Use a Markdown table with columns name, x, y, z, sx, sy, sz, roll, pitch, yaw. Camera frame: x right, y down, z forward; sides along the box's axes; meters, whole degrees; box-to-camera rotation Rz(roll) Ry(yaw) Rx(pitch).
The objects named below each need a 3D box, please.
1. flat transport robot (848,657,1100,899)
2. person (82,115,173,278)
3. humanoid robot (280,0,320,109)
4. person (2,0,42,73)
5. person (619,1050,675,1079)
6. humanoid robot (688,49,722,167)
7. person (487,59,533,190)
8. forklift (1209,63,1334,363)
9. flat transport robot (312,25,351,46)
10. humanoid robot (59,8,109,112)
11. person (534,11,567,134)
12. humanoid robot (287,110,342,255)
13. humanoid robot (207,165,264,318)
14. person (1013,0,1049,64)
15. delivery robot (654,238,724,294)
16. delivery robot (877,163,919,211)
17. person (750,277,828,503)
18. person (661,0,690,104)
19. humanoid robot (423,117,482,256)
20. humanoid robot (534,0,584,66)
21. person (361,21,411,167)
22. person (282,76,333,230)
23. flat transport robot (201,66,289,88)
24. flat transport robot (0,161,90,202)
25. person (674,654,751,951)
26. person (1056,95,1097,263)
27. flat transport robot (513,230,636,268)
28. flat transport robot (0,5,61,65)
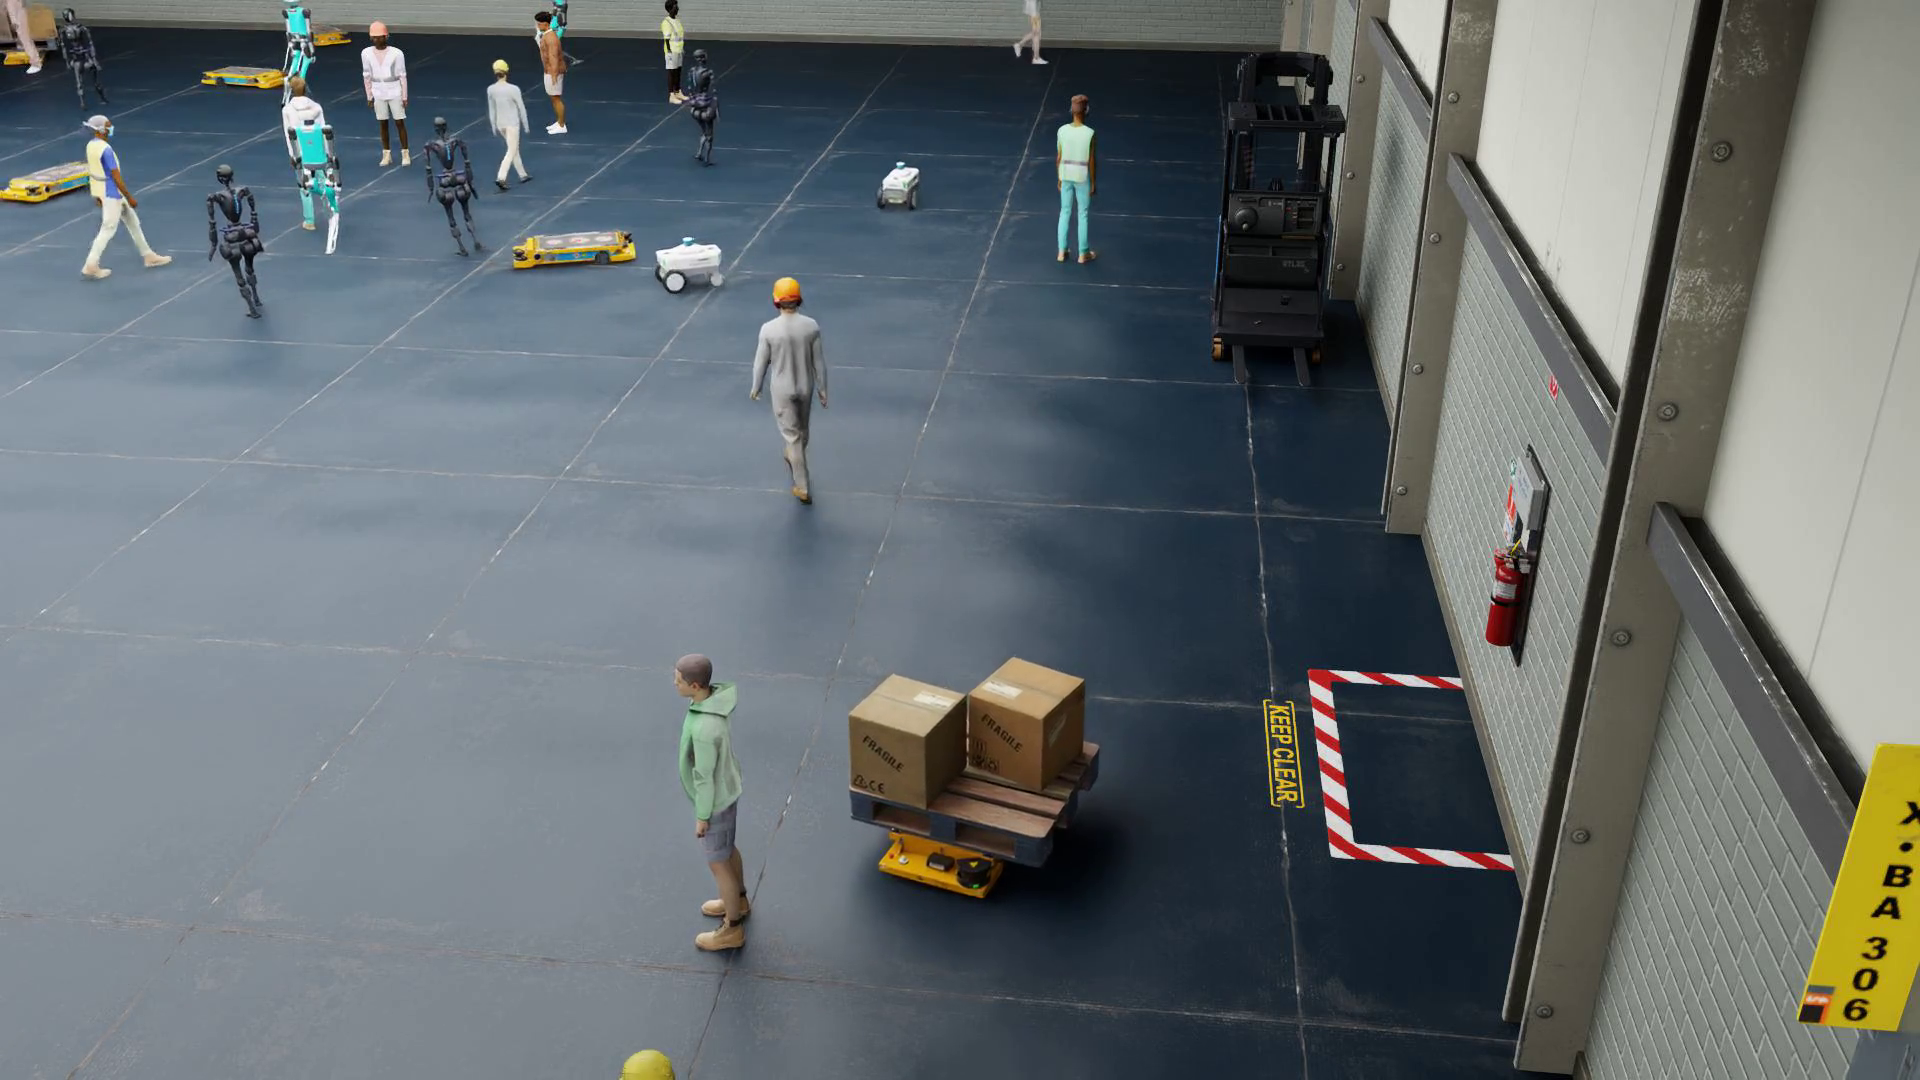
| name | x | y | z | sx | sy | sz | roll | pitch | yaw |
| --- | --- | --- | --- | --- | --- | --- | --- | --- | --- |
| flat transport robot | 0.115 | 1.595 | 9.955 | 0.659 | 0.231 | 1.431 | 11 | 29 | 21 |
| person | -9.914 | -4.002 | 19.377 | 0.997 | 1.849 | 0.514 | -19 | 32 | -33 |
| humanoid robot | -11.058 | -7.984 | 27.483 | 0.557 | 1.814 | 0.921 | 10 | 28 | 18 |
| person | -17.146 | -9.479 | 30.262 | 0.405 | 1.890 | 0.769 | -6 | 27 | -12 |
| person | -1.107 | 2.678 | 6.161 | 0.606 | 1.736 | 0.501 | -22 | 34 | -36 |
| humanoid robot | -3.697 | -6.261 | 24.064 | 0.606 | 1.643 | 0.335 | 19 | 32 | 33 |
| person | -6.263 | -5.722 | 22.922 | 0.532 | 1.724 | 0.845 | 11 | 28 | 20 |
| forklift | 3.241 | -3.477 | 17.183 | 1.129 | 2.768 | 1.873 | 3 | 27 | 6 |
| flat transport robot | -12.783 | -10.107 | 33.316 | 0.659 | 0.231 | 1.431 | -19 | 32 | -33 |
| humanoid robot | -14.511 | -7.953 | 27.515 | 0.604 | 1.636 | 0.790 | 1 | 27 | 1 |
| person | -6.347 | -7.311 | 25.977 | 0.410 | 1.843 | 0.800 | -10 | 28 | -19 |
| humanoid robot | -7.804 | -4.460 | 20.443 | 0.531 | 1.776 | 0.995 | -3 | 27 | -5 |
| humanoid robot | -7.873 | -3.251 | 18.060 | 0.496 | 1.650 | 0.600 | 21 | 33 | 35 |
| person | 1.344 | -9.802 | 30.925 | 0.612 | 1.859 | 0.522 | 0 | 27 | 0 |
| delivery robot | -3.136 | -3.167 | 19.161 | 0.812 | 0.611 | 0.499 | -10 | 28 | -20 |
| delivery robot | -0.800 | -4.730 | 22.279 | 0.499 | 0.610 | 0.788 | 6 | 27 | 12 |
| person | -1.453 | -1.306 | 13.977 | 0.575 | 1.849 | 0.937 | -14 | 30 | -25 |
| person | -4.788 | -8.207 | 27.927 | 0.317 | 1.696 | 0.538 | 8 | 28 | 15 |
| humanoid robot | -6.151 | -4.279 | 20.125 | 0.611 | 1.637 | 0.411 | -18 | 32 | -32 |
| humanoid robot | -7.470 | -9.530 | 30.536 | 0.939 | 1.759 | 0.547 | -16 | 31 | -29 |
| person | -8.252 | -6.412 | 23.957 | 0.607 | 2.048 | 0.365 | -2 | 27 | -4 |
| person | -8.266 | -4.921 | 21.149 | 0.501 | 1.903 | 0.374 | -15 | 30 | -27 |
| flat transport robot | -12.674 | -8.217 | 29.543 | 1.431 | 0.231 | 0.659 | 8 | 28 | 16 |
| flat transport robot | -12.526 | -4.973 | 23.067 | 0.659 | 0.231 | 1.431 | 9 | 28 | 17 |
| person | -1.297 | 1.368 | 8.779 | 0.315 | 1.734 | 0.478 | -2 | 27 | -4 |
| person | 1.379 | -4.289 | 19.794 | 0.488 | 1.977 | 0.384 | 12 | 29 | 23 |
| flat transport robot | -4.684 | -3.527 | 20.180 | 1.431 | 0.231 | 0.659 | -6 | 27 | -12 |
| flat transport robot | -17.758 | -9.270 | 31.645 | 0.659 | 0.231 | 1.431 | -10 | 28 | -20 |
